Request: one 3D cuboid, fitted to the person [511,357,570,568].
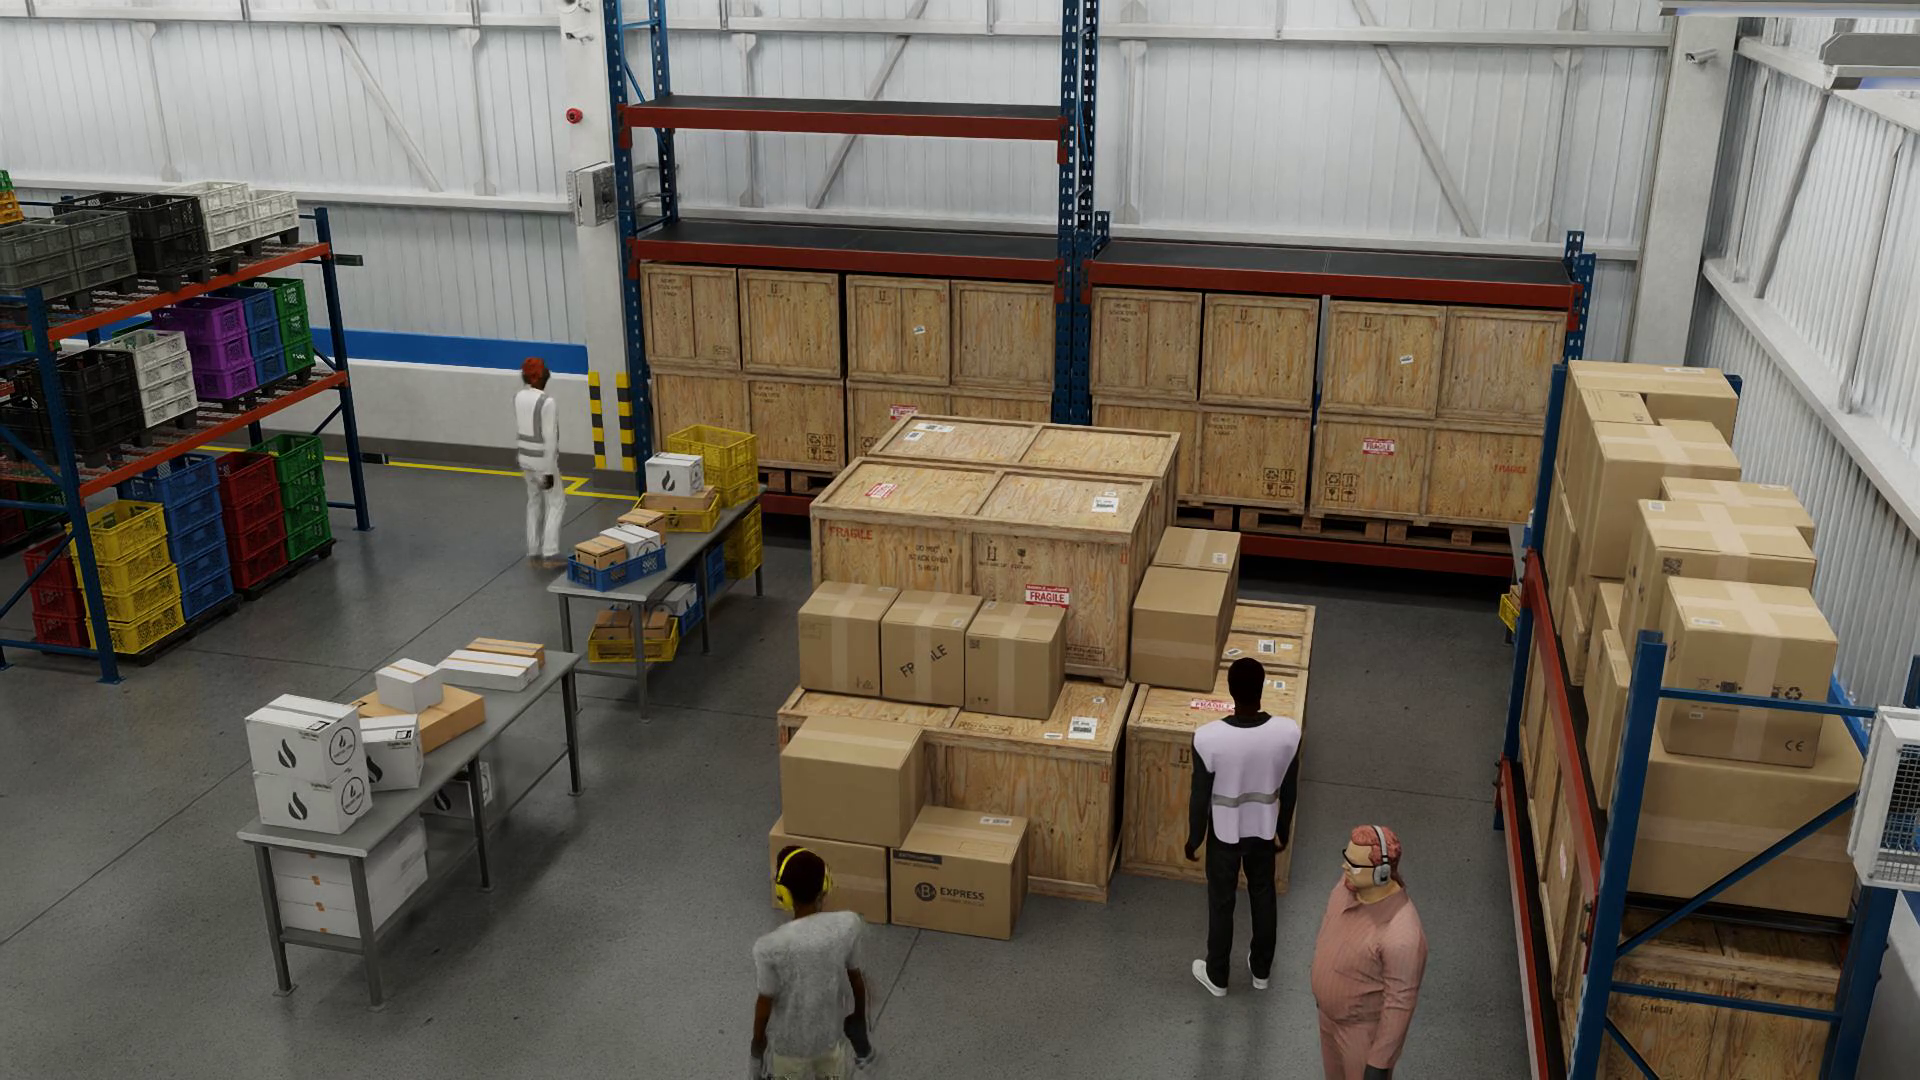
[{"bbox_3d":[-3.705,-0.679,14.585,0.603,1.849,0.463,16,26,35],"label":"person"}]

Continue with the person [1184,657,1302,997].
[{"bbox_3d":[1.475,1.522,8.740,0.590,1.916,0.399,-3,21,-9],"label":"person"}]

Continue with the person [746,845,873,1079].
[{"bbox_3d":[-0.629,2.168,7.152,0.556,1.842,0.687,-13,24,-30],"label":"person"}]

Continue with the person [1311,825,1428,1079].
[{"bbox_3d":[1.722,2.091,7.262,0.410,1.909,0.643,-5,21,-12],"label":"person"}]
